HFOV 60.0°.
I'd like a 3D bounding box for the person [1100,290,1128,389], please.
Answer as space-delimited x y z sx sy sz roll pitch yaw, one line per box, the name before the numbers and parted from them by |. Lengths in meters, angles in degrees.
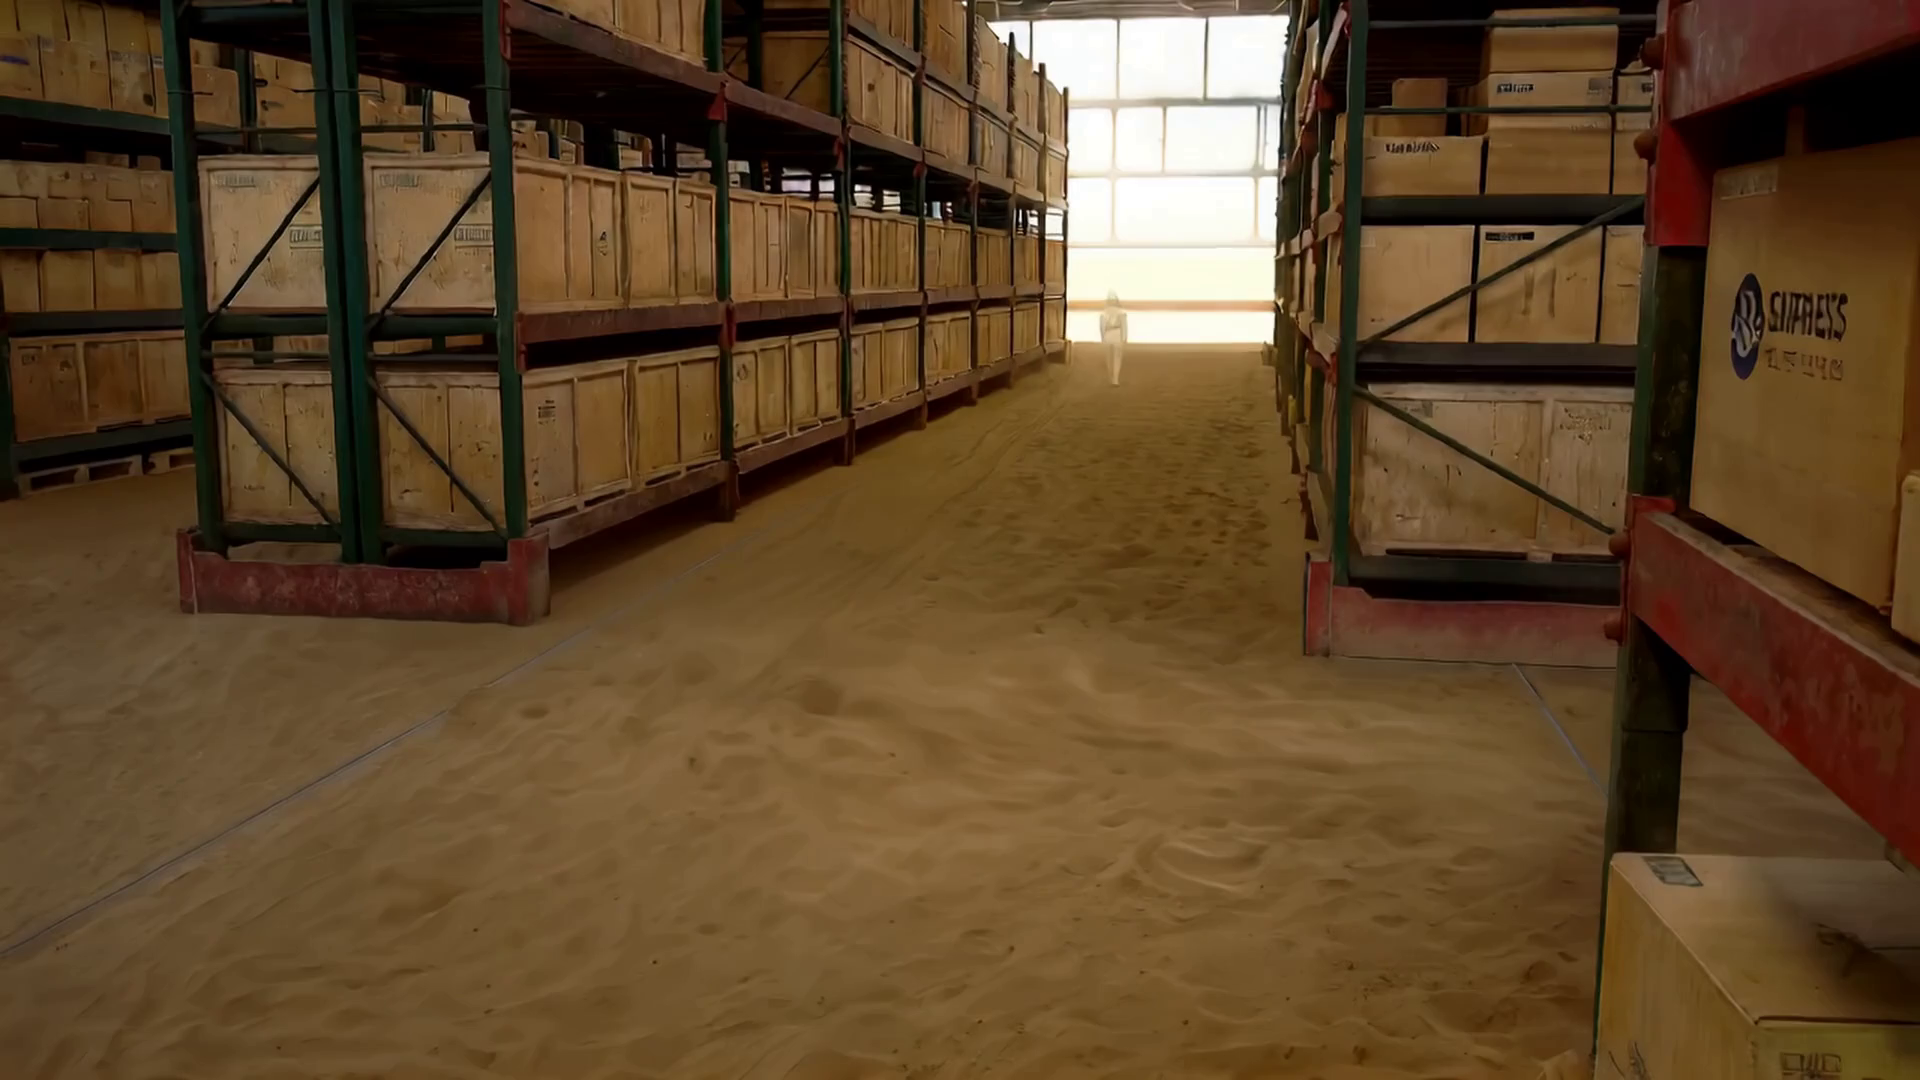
person | 2.677 -3.497 28.999 0.487 1.714 0.843 1 9 5
